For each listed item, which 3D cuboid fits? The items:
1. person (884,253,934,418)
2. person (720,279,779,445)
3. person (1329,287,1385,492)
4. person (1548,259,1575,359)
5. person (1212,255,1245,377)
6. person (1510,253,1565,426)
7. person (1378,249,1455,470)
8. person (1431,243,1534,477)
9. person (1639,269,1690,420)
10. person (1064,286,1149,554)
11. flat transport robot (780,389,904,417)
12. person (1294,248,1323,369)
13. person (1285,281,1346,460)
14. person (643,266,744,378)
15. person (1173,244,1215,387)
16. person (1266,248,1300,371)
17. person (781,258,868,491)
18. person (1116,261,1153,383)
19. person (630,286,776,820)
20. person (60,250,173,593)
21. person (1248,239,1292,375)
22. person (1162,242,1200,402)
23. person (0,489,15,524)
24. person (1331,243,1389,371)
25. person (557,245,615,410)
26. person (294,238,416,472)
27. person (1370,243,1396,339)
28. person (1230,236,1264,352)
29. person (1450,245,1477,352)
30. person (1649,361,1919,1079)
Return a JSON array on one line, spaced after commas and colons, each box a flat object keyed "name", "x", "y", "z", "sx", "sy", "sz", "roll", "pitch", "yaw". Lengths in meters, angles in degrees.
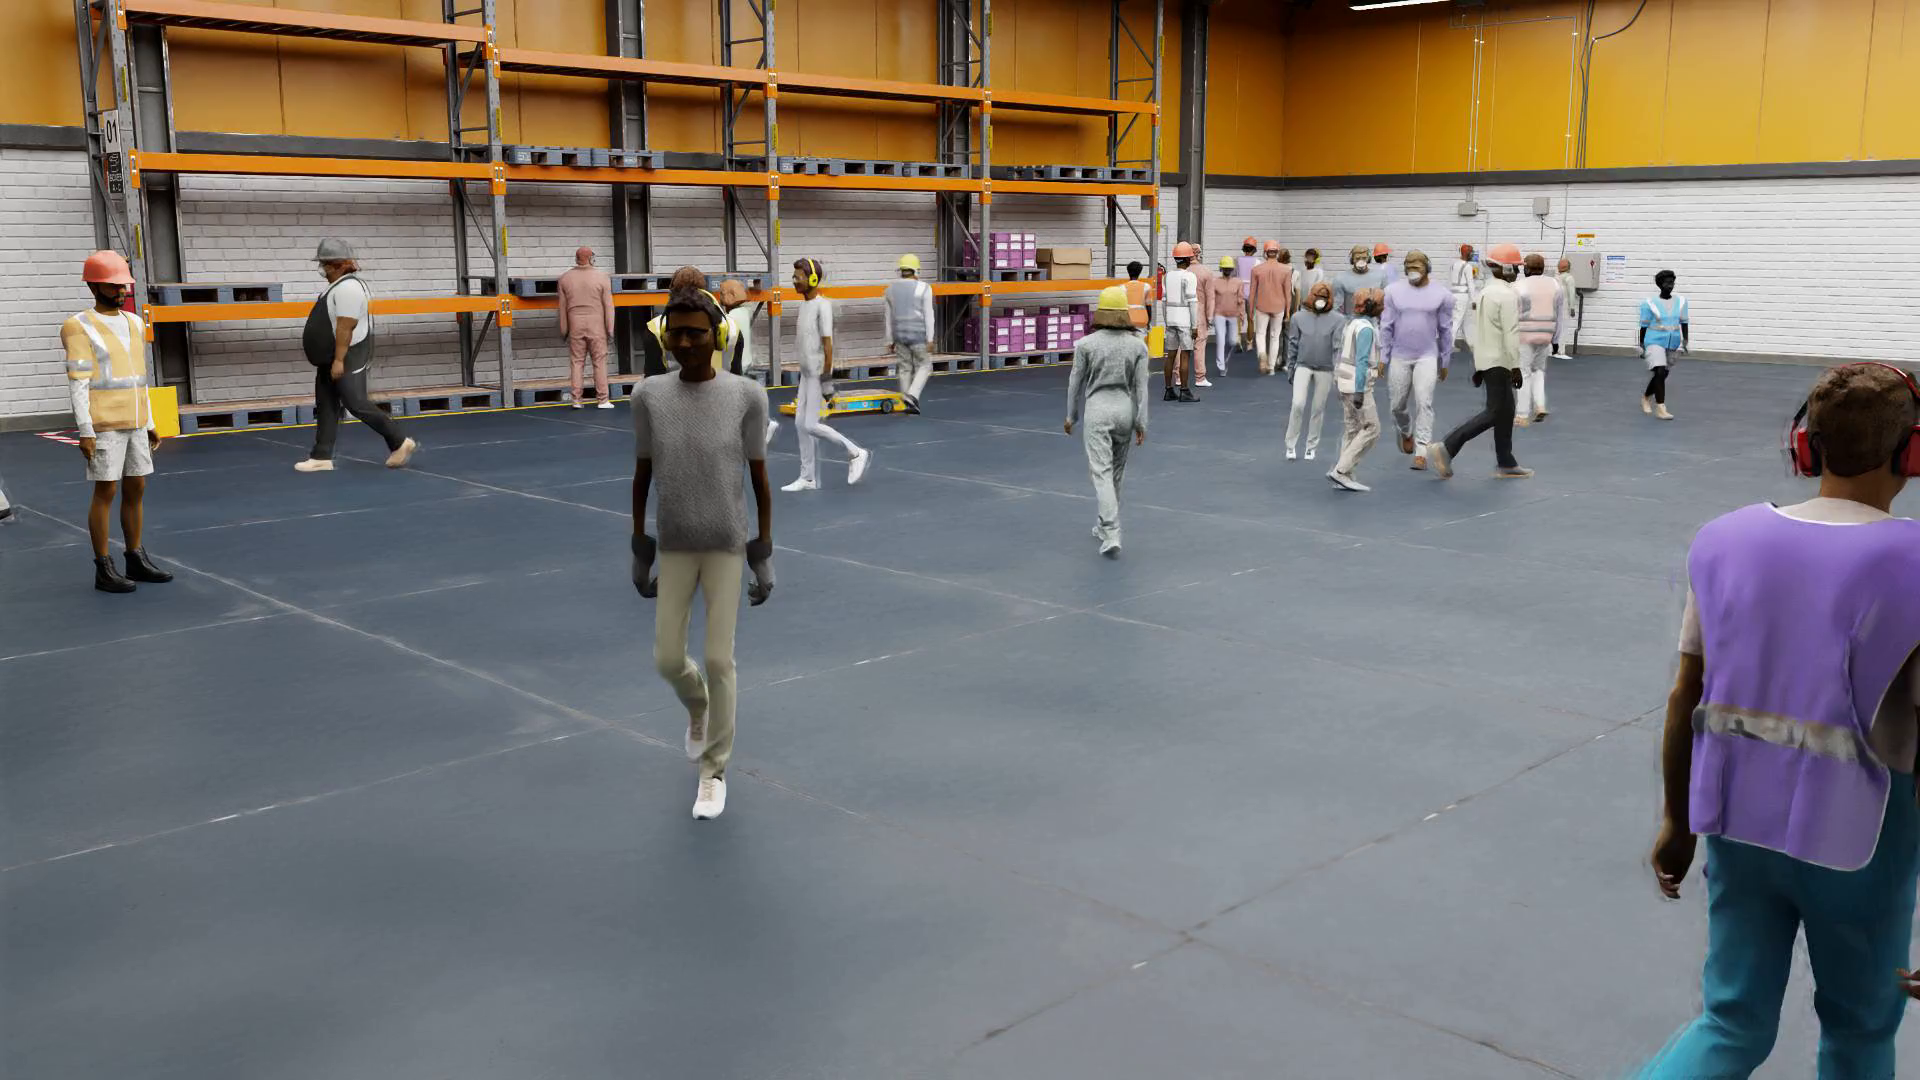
[{"name": "person", "x": -0.550, "y": -2.254, "z": 18.434, "sx": 0.603, "sy": 1.817, "sz": 0.453, "roll": 5, "pitch": 12, "yaw": 25}, {"name": "person", "x": -2.020, "y": -1.613, "z": 15.483, "sx": 0.526, "sy": 1.617, "sz": 0.517, "roll": 2, "pitch": 11, "yaw": 13}, {"name": "person", "x": 3.138, "y": -1.166, "z": 13.042, "sx": 0.347, "sy": 1.622, "sz": 0.549, "roll": 0, "pitch": 10, "yaw": 2}, {"name": "person", "x": 9.884, "y": -3.779, "z": 27.311, "sx": 0.317, "sy": 1.624, "sz": 0.553, "roll": -2, "pitch": 11, "yaw": -10}, {"name": "person", "x": 3.815, "y": -3.238, "z": 24.011, "sx": 0.523, "sy": 1.741, "sz": 0.692, "roll": -1, "pitch": 10, "yaw": -7}, {"name": "person", "x": 6.047, "y": -2.116, "z": 17.646, "sx": 0.651, "sy": 1.832, "sz": 0.448, "roll": -2, "pitch": 11, "yaw": -10}, {"name": "person", "x": 3.998, "y": -1.594, "z": 14.607, "sx": 0.632, "sy": 1.914, "sz": 0.789, "roll": 3, "pitch": 11, "yaw": 18}, {"name": "person", "x": 4.364, "y": -1.464, "z": 13.742, "sx": 0.858, "sy": 1.965, "sz": 0.619, "roll": 0, "pitch": 10, "yaw": 0}, {"name": "person", "x": 7.802, "y": -2.190, "z": 18.543, "sx": 0.523, "sy": 1.655, "sz": 0.868, "roll": -1, "pitch": 10, "yaw": -7}, {"name": "person", "x": 0.970, "y": -0.778, "z": 10.728, "sx": 0.500, "sy": 1.700, "sz": 0.908, "roll": -2, "pitch": 11, "yaw": -11}, {"name": "flat transport robot", "x": -1.273, "y": -1.569, "z": 18.929, "sx": 1.431, "sy": 0.197, "sz": 0.652, "roll": -8, "pitch": 13, "yaw": -38}, {"name": "person", "x": 5.256, "y": -3.491, "z": 25.176, "sx": 0.790, "sy": 1.820, "sz": 0.547, "roll": -7, "pitch": 13, "yaw": -35}, {"name": "person", "x": 3.170, "y": -1.493, "z": 14.854, "sx": 0.502, "sy": 1.608, "sz": 0.639, "roll": 2, "pitch": 11, "yaw": 13}, {"name": "person", "x": -1.583, "y": -0.690, "z": 9.852, "sx": 0.633, "sy": 1.841, "sz": 0.429, "roll": -6, "pitch": 12, "yaw": -30}, {"name": "person", "x": 3.118, "y": -3.004, "z": 22.293, "sx": 0.643, "sy": 1.908, "sz": 0.399, "roll": 6, "pitch": 12, "yaw": 31}, {"name": "person", "x": 4.811, "y": -3.435, "z": 24.854, "sx": 0.532, "sy": 1.823, "sz": 0.502, "roll": -2, "pitch": 11, "yaw": -10}, {"name": "person", "x": -1.100, "y": -1.299, "z": 13.162, "sx": 0.599, "sy": 1.855, "sz": 0.521, "roll": -5, "pitch": 11, "yaw": -25}, {"name": "person", "x": 2.350, "y": -2.952, "z": 22.631, "sx": 0.554, "sy": 1.675, "sz": 0.494, "roll": -1, "pitch": 10, "yaw": -7}, {"name": "person", "x": -0.913, "y": 0.025, "z": 5.926, "sx": 0.533, "sy": 1.855, "sz": 0.587, "roll": 0, "pitch": 10, "yaw": 2}, {"name": "person", "x": -4.800, "y": -0.675, "z": 9.506, "sx": 0.362, "sy": 1.935, "sz": 0.553, "roll": 3, "pitch": 11, "yaw": 17}, {"name": "person", "x": 4.471, "y": -3.342, "z": 23.989, "sx": 0.622, "sy": 1.964, "sz": 0.705, "roll": 2, "pitch": 11, "yaw": 9}, {"name": "person", "x": 2.696, "y": -2.645, "z": 20.239, "sx": 0.348, "sy": 1.942, "sz": 0.548, "roll": -8, "pitch": 13, "yaw": -38}, {"name": "person", "x": -6.952, "y": -0.916, "z": 11.301, "sx": 0.607, "sy": 1.804, "sz": 0.871, "roll": 8, "pitch": 13, "yaw": 38}, {"name": "person", "x": 4.427, "y": -2.313, "z": 18.462, "sx": 0.658, "sy": 1.928, "sz": 0.425, "roll": 0, "pitch": 10, "yaw": 2}, {"name": "person", "x": -4.322, "y": -2.464, "z": 19.350, "sx": 0.651, "sy": 1.906, "sz": 0.402, "roll": 1, "pitch": 10, "yaw": 5}, {"name": "person", "x": -5.253, "y": -1.606, "z": 14.302, "sx": 0.923, "sy": 2.000, "sz": 0.678, "roll": -6, "pitch": 12, "yaw": -32}, {"name": "person", "x": 7.087, "y": -3.973, "z": 27.616, "sx": 0.863, "sy": 1.904, "sz": 0.561, "roll": 9, "pitch": 14, "yaw": 41}, {"name": "person", "x": 4.961, "y": -4.259, "z": 28.881, "sx": 0.618, "sy": 2.014, "sz": 0.961, "roll": 3, "pitch": 11, "yaw": 14}, {"name": "person", "x": 8.792, "y": -4.183, "z": 28.852, "sx": 0.808, "sy": 1.850, "sz": 0.603, "roll": -2, "pitch": 11, "yaw": -9}, {"name": "person", "x": 1.512, "y": 0.579, "z": 3.057, "sx": 0.797, "sy": 1.804, "sz": 0.613, "roll": -8, "pitch": 13, "yaw": -36}]
